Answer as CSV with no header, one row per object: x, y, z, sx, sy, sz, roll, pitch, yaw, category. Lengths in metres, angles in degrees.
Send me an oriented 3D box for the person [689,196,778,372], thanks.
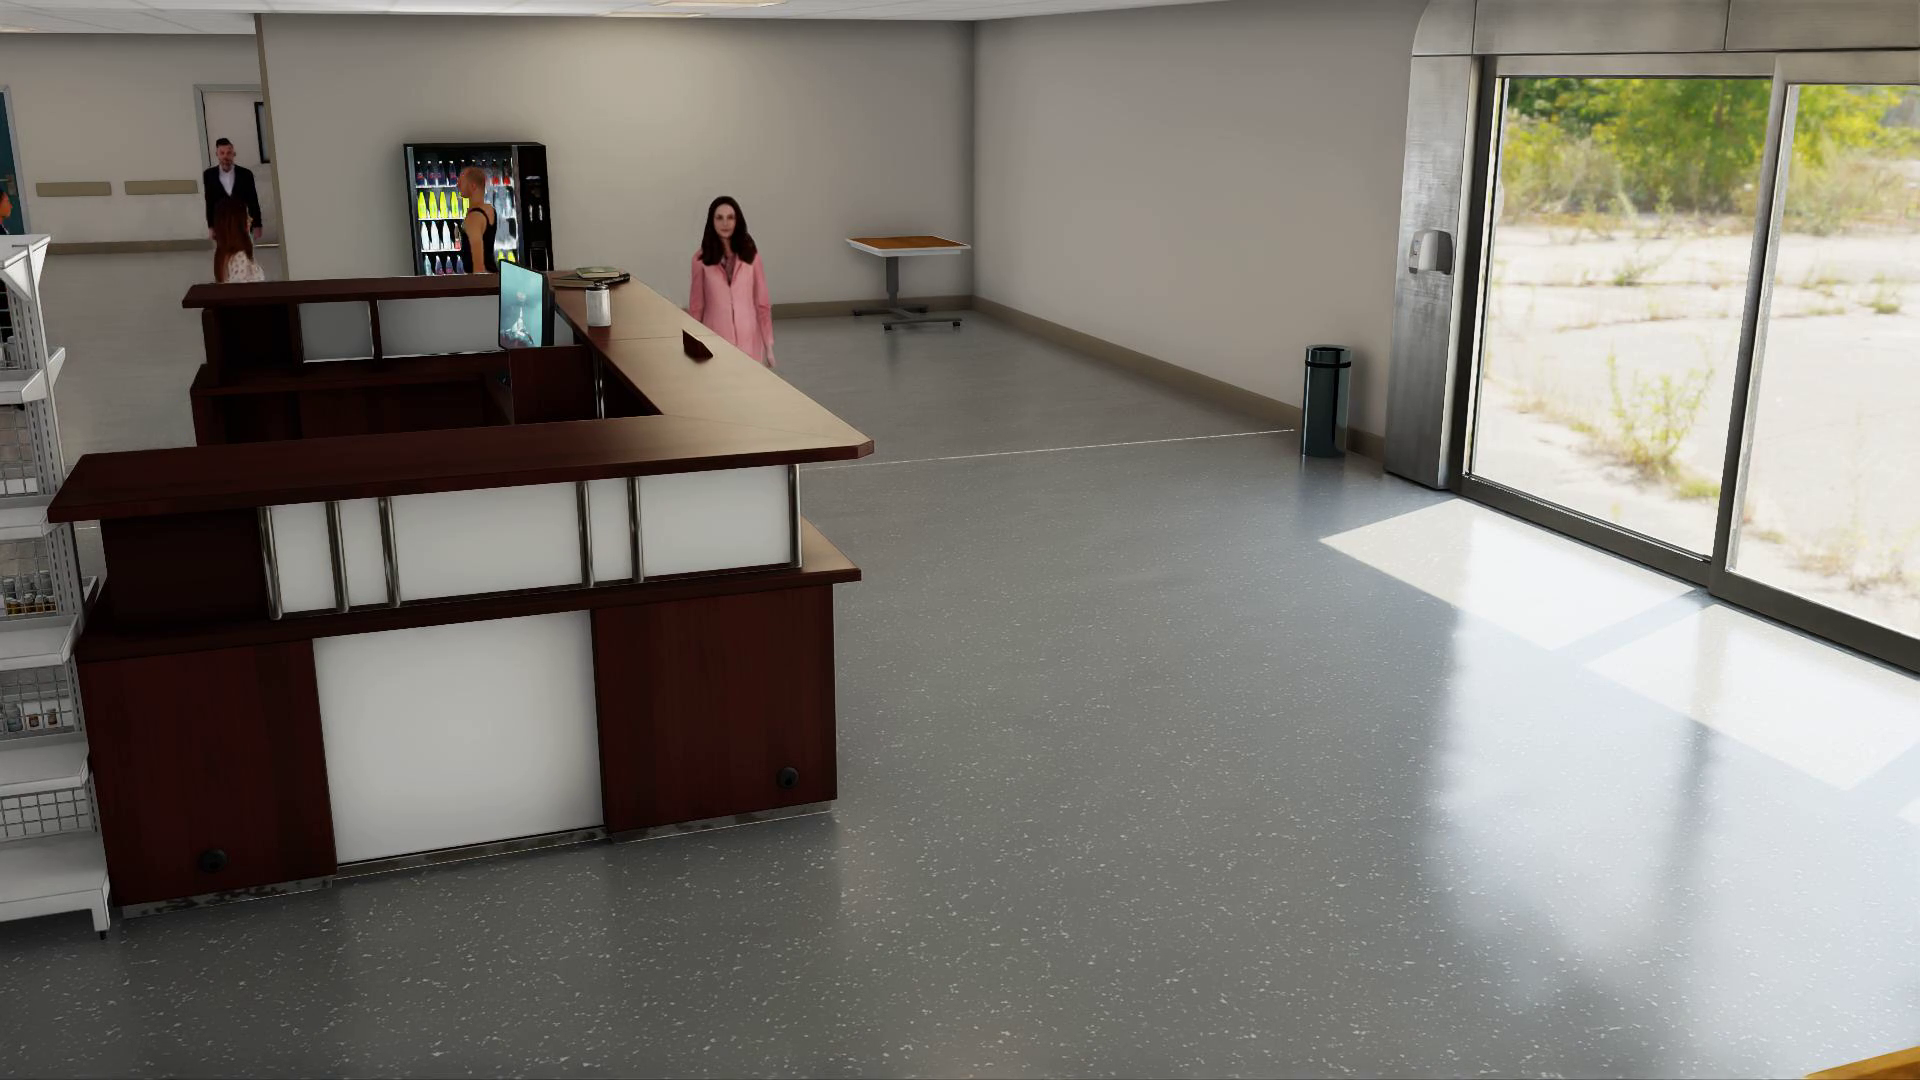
-1.359,-1.129,9.906,0.997,1.764,0.762,-4,16,-14,person

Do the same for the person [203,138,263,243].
-7.460,-3.188,17.147,1.133,1.797,0.719,-6,17,-20,person

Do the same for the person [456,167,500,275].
-3.457,-1.852,12.426,1.205,1.787,0.944,1,16,4,person

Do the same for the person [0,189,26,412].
-7.194,-1.801,12.469,0.695,1.666,0.720,14,21,40,person
